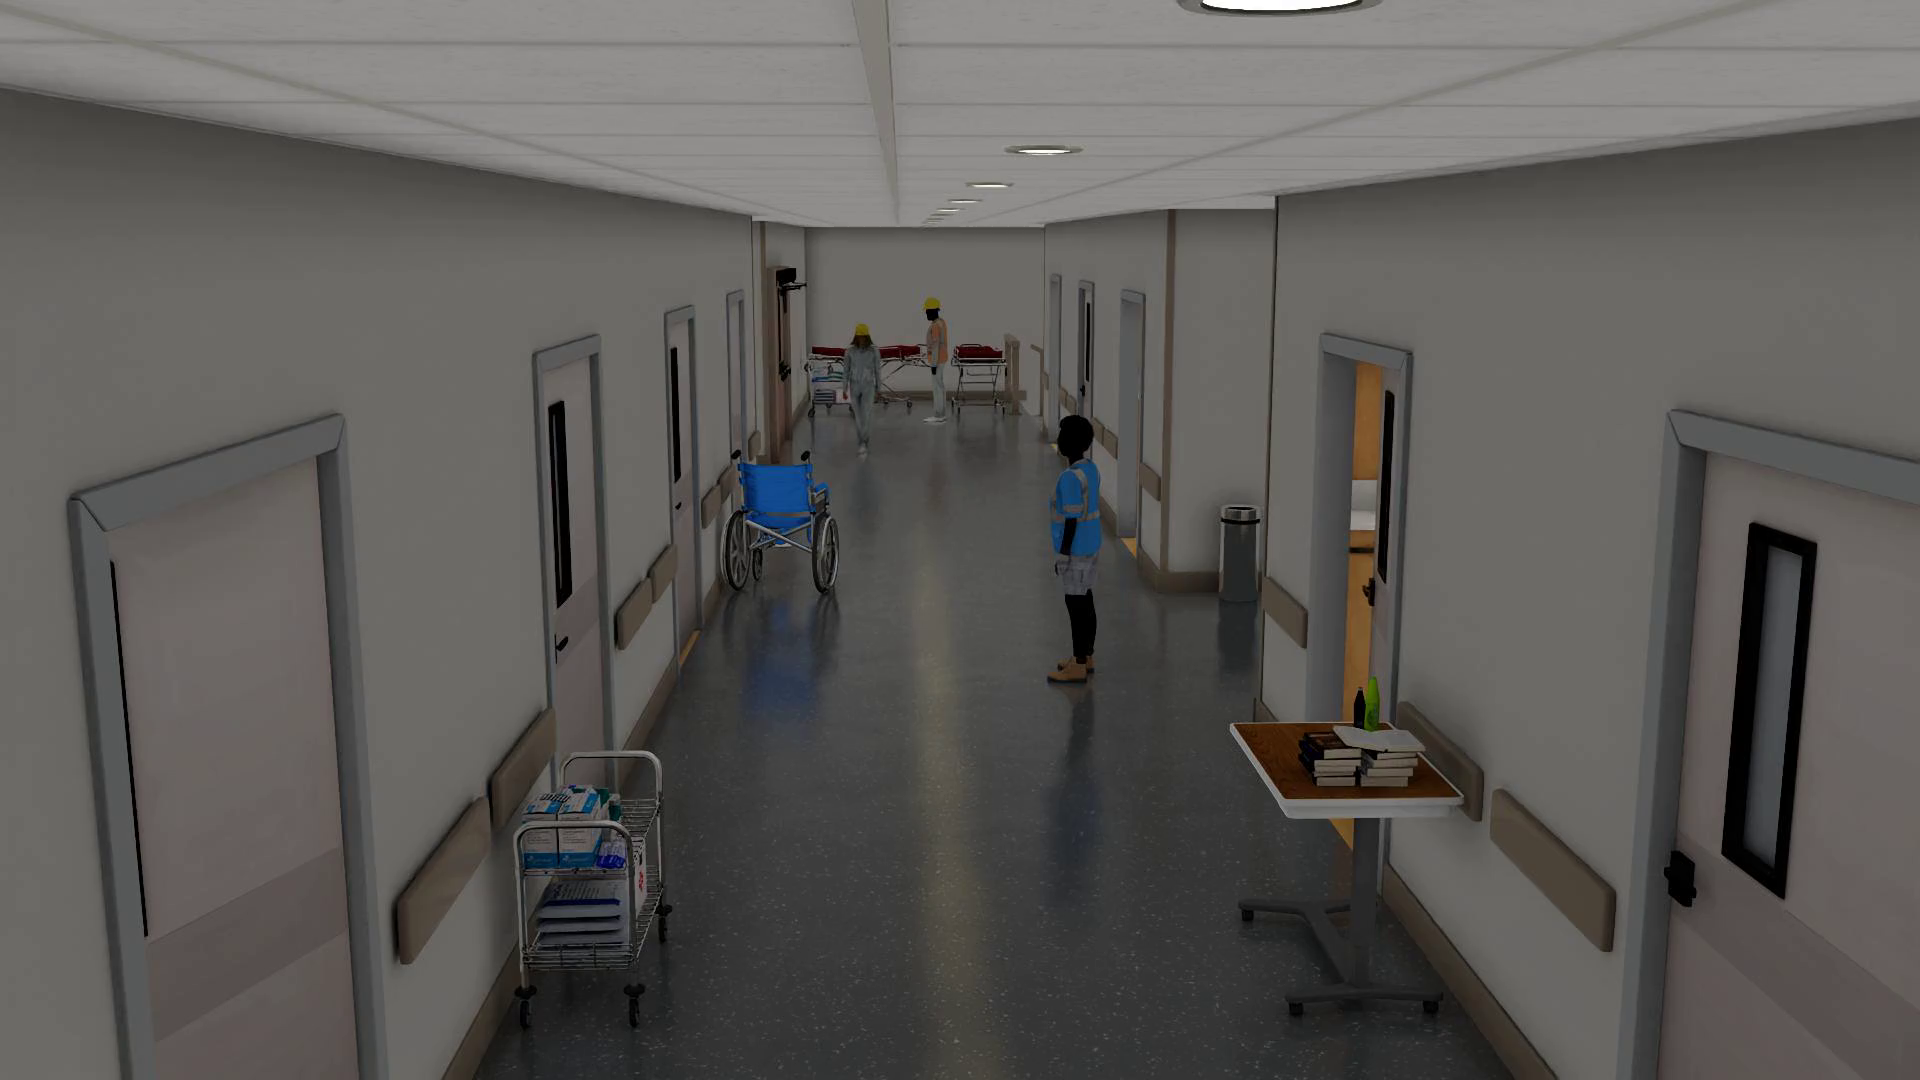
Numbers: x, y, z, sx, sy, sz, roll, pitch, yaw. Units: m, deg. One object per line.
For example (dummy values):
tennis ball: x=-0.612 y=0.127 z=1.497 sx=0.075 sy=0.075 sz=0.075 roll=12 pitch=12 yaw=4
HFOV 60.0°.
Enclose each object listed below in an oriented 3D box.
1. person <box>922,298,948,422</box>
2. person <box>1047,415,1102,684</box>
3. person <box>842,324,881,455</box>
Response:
person: x=-0.387 y=-2.775 z=25.670 sx=0.393 sy=1.918 sz=0.585 roll=1 pitch=10 yaw=7
person: x=0.727 y=0.057 z=10.502 sx=0.319 sy=1.696 sz=0.532 roll=3 pitch=11 yaw=18
person: x=-1.299 y=-2.014 z=22.040 sx=0.502 sy=1.702 sz=0.889 roll=1 pitch=10 yaw=5
